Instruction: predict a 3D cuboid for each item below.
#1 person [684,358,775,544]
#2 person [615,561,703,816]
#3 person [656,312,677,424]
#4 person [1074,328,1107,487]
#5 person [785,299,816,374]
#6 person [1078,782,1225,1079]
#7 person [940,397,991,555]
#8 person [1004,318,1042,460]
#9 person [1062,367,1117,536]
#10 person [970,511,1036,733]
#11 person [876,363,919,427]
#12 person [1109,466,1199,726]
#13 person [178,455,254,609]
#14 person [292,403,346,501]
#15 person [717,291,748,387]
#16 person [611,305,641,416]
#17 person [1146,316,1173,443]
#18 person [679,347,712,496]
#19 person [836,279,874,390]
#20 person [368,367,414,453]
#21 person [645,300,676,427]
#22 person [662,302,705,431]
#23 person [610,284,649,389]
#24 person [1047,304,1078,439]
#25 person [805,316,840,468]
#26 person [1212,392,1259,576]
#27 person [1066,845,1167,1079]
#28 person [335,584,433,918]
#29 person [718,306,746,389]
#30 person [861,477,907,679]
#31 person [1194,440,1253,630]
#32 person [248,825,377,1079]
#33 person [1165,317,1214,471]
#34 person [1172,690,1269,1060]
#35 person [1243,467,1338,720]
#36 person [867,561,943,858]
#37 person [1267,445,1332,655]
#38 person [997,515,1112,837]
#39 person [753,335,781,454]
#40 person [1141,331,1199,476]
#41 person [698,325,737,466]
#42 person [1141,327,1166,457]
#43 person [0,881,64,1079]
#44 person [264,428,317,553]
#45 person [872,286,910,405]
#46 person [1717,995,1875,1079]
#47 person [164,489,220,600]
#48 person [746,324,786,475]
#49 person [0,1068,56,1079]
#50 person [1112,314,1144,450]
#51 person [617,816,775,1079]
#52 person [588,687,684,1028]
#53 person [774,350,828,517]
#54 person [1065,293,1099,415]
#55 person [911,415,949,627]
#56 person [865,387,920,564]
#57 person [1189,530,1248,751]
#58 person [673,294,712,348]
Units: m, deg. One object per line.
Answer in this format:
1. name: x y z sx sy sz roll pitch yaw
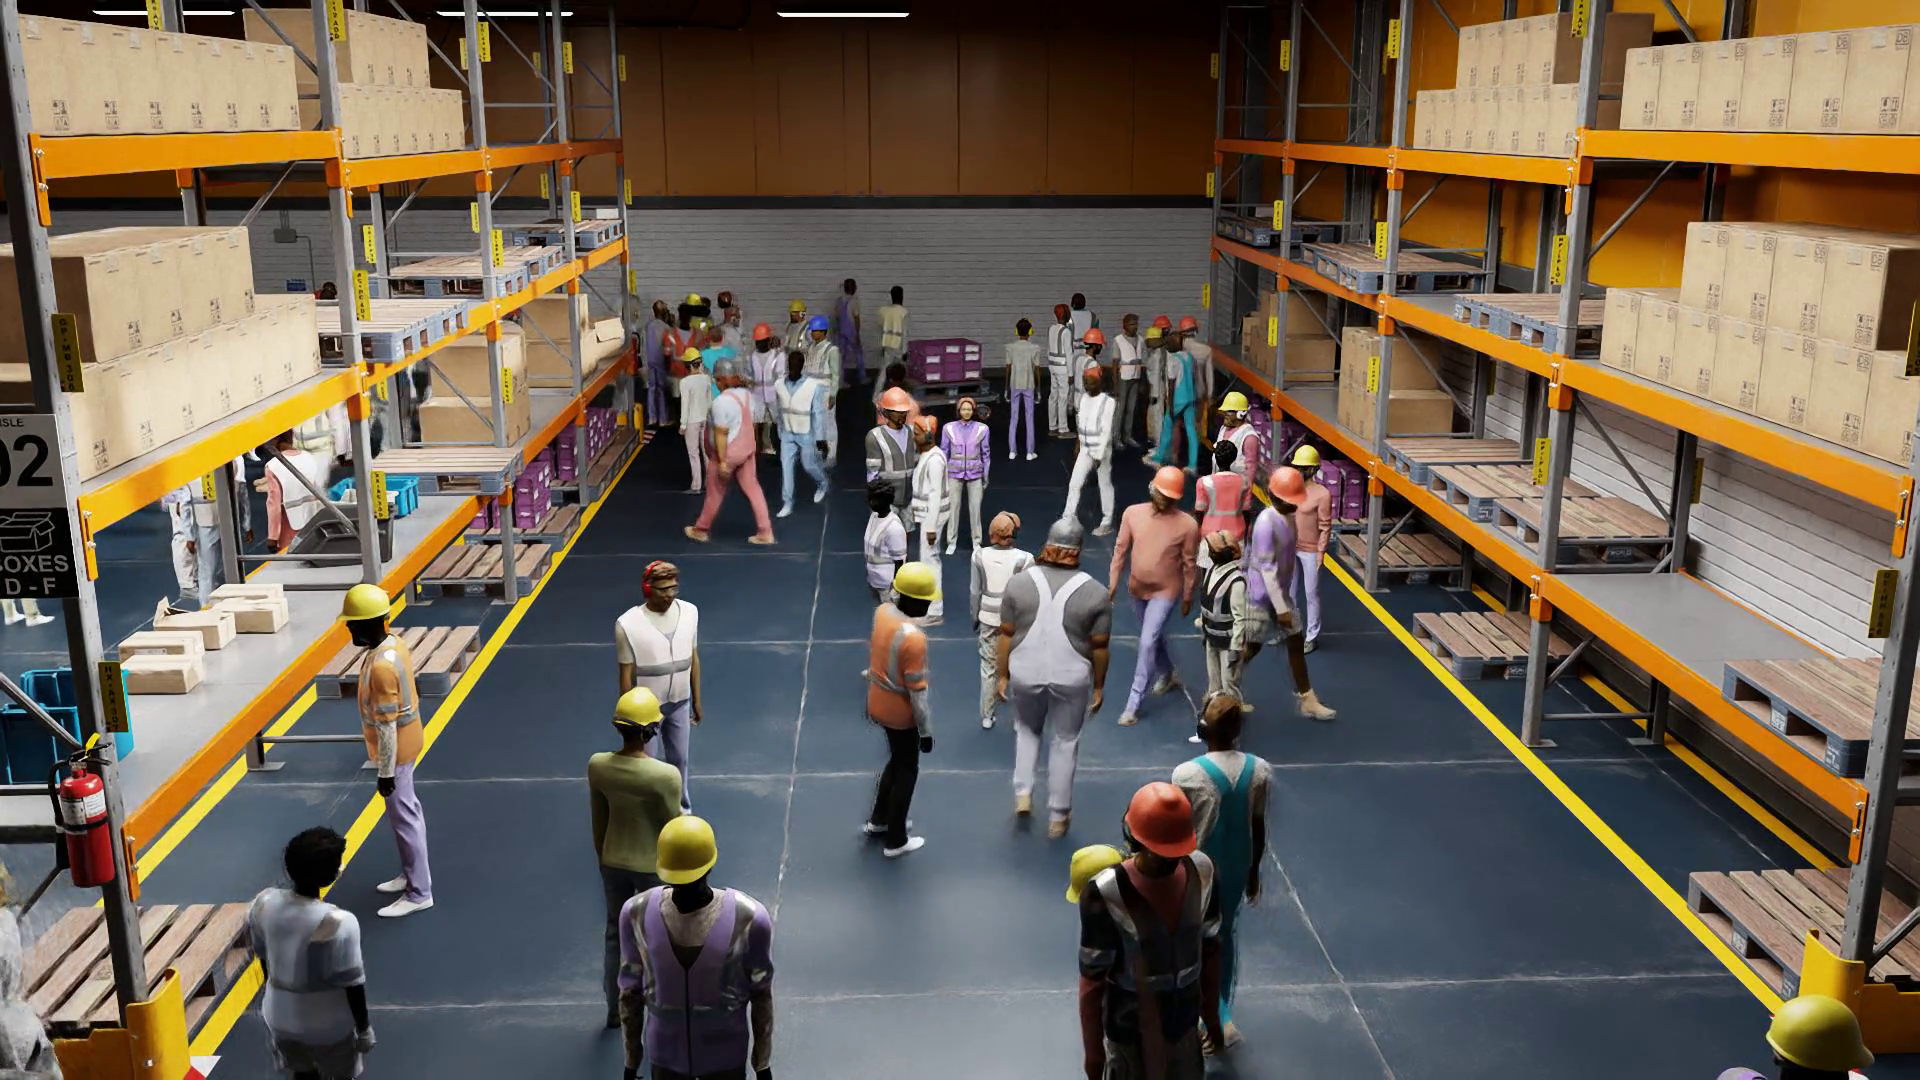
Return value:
1. person: -2.418 -0.957 17.474 1.038 2.000 0.700 8 16 28
2. person: -1.838 1.006 10.188 0.560 1.835 0.384 -13 19 -42
3. person: -4.313 -2.524 24.455 0.323 1.630 0.517 -9 17 -33
4. person: 1.592 -1.616 20.297 0.390 1.929 0.548 -5 15 -18
5. person: -2.362 -2.608 24.372 0.404 1.832 0.596 -13 19 -42
6. person: 0.751 1.871 6.413 0.614 2.028 0.409 -7 16 -24
7. person: 0.053 -0.656 17.084 0.521 1.645 0.306 0 14 0
8. person: 0.825 -1.977 21.847 0.504 1.862 0.327 3 15 11
9. person: 1.343 -0.909 17.689 0.884 1.846 0.566 -13 19 -41
10. person: 0.320 0.603 12.147 0.514 1.642 0.314 5 15 20
11. person: -0.639 -0.940 17.617 0.592 1.935 0.648 -12 18 -38
12. person: 1.494 0.352 12.562 0.630 1.935 1.024 9 17 31
13. person: -6.459 -0.113 14.437 0.393 1.908 0.593 13 20 42
14. person: -6.957 -0.922 17.784 0.644 1.819 0.636 3 15 13
15. person: -3.425 -2.903 25.509 0.790 1.845 0.605 8 16 29
16. person: -4.836 -2.486 23.958 0.697 1.800 0.526 8 16 28
17. person: 2.776 -2.228 23.029 0.320 1.755 0.563 8 16 29
18. person: -3.156 -1.410 19.804 0.317 1.766 0.533 9 17 32
19. person: -1.779 -3.432 27.647 0.536 1.806 0.891 9 17 32
20. person: -7.025 -1.711 20.695 0.659 1.915 0.594 6 15 21
21. person: -4.360 -2.558 24.182 0.501 1.838 0.356 11 18 36
22. person: -3.838 -2.357 23.178 0.603 1.945 0.705 -3 15 -12
23. person: -5.491 -3.410 27.473 0.910 1.865 0.647 7 16 25
24. person: 1.427 -2.366 23.321 0.356 1.884 0.574 -7 16 -27
25. person: -1.784 -1.910 21.400 0.389 1.949 0.603 -12 19 -40
26. person: 2.659 -0.540 16.253 0.403 1.833 0.591 -6 16 -23
27. person: 0.620 1.995 6.559 0.722 1.723 0.593 -2 14 -7
28. person: -3.233 1.173 9.372 0.409 1.918 0.584 -5 15 -17
29. person: -3.160 -2.275 22.964 0.393 1.895 0.657 -11 18 -36
30. person: -0.587 0.331 13.112 0.322 1.692 0.532 -6 16 -24
31. person: 2.298 -0.036 14.562 0.536 1.693 0.319 -3 15 -12
32. person: -2.651 1.967 6.750 0.560 1.672 0.484 6 15 22
33. person: 2.947 -1.884 21.358 0.651 1.936 0.898 -1 14 -3
34. person: 1.219 1.604 7.849 0.530 1.827 0.486 -6 16 -23
35. person: 2.321 0.403 12.295 0.895 1.971 0.619 9 17 32
36. person: -0.342 1.019 10.038 0.436 1.890 0.664 -7 16 -25
37. person: 2.867 0.074 13.972 0.306 1.772 0.525 -12 19 -40
38. person: 0.605 0.830 10.460 0.707 2.000 0.570 3 15 13
39. person: -2.623 -1.940 22.204 0.504 1.613 0.505 4 15 17
40. person: 2.715 -1.741 21.023 0.538 1.795 0.925 -10 18 -35
41. person: -3.141 -1.838 21.371 0.467 1.829 0.546 12 19 39
42. person: 2.574 -1.967 22.063 0.382 1.730 0.529 1 14 5
43. person: -3.759 1.990 6.591 0.903 1.697 0.495 -4 15 -17
44. person: -5.771 -0.112 14.432 0.408 1.909 0.591 4 15 15
45. person: -1.045 -3.009 25.866 0.606 1.880 0.955 10 17 34
46. person: 2.482 2.262 5.062 0.367 1.926 0.594 -3 15 -10
47. person: -7.231 -0.417 15.561 0.401 1.938 0.602 -2 14 -9
48. person: -2.450 -1.795 21.082 0.564 1.891 0.989 3 15 11
49. person: -2.440 2.349 4.497 0.536 2.000 0.688 0 14 0
50. person: 2.261 -2.154 22.564 0.571 1.843 0.372 -13 19 -42
51. person: -1.001 1.941 6.327 0.594 1.924 0.373 1 14 3
52. person: -1.557 1.569 8.128 0.526 1.760 0.340 6 15 22
53. person: -1.798 -1.239 18.909 0.607 1.889 0.824 6 15 22
54. person: 1.776 -2.809 25.143 0.633 1.842 0.429 -5 15 -19
55. person: -0.275 -0.183 14.778 0.361 1.878 0.588 -1 14 -5
56. person: -0.576 -0.387 15.232 0.608 2.044 0.377 -12 19 -40
57. person: 1.850 0.718 11.700 0.314 1.640 0.515 -4 15 -15
58. person: -3.853 -2.604 24.179 0.588 1.923 0.383 1 14 5
